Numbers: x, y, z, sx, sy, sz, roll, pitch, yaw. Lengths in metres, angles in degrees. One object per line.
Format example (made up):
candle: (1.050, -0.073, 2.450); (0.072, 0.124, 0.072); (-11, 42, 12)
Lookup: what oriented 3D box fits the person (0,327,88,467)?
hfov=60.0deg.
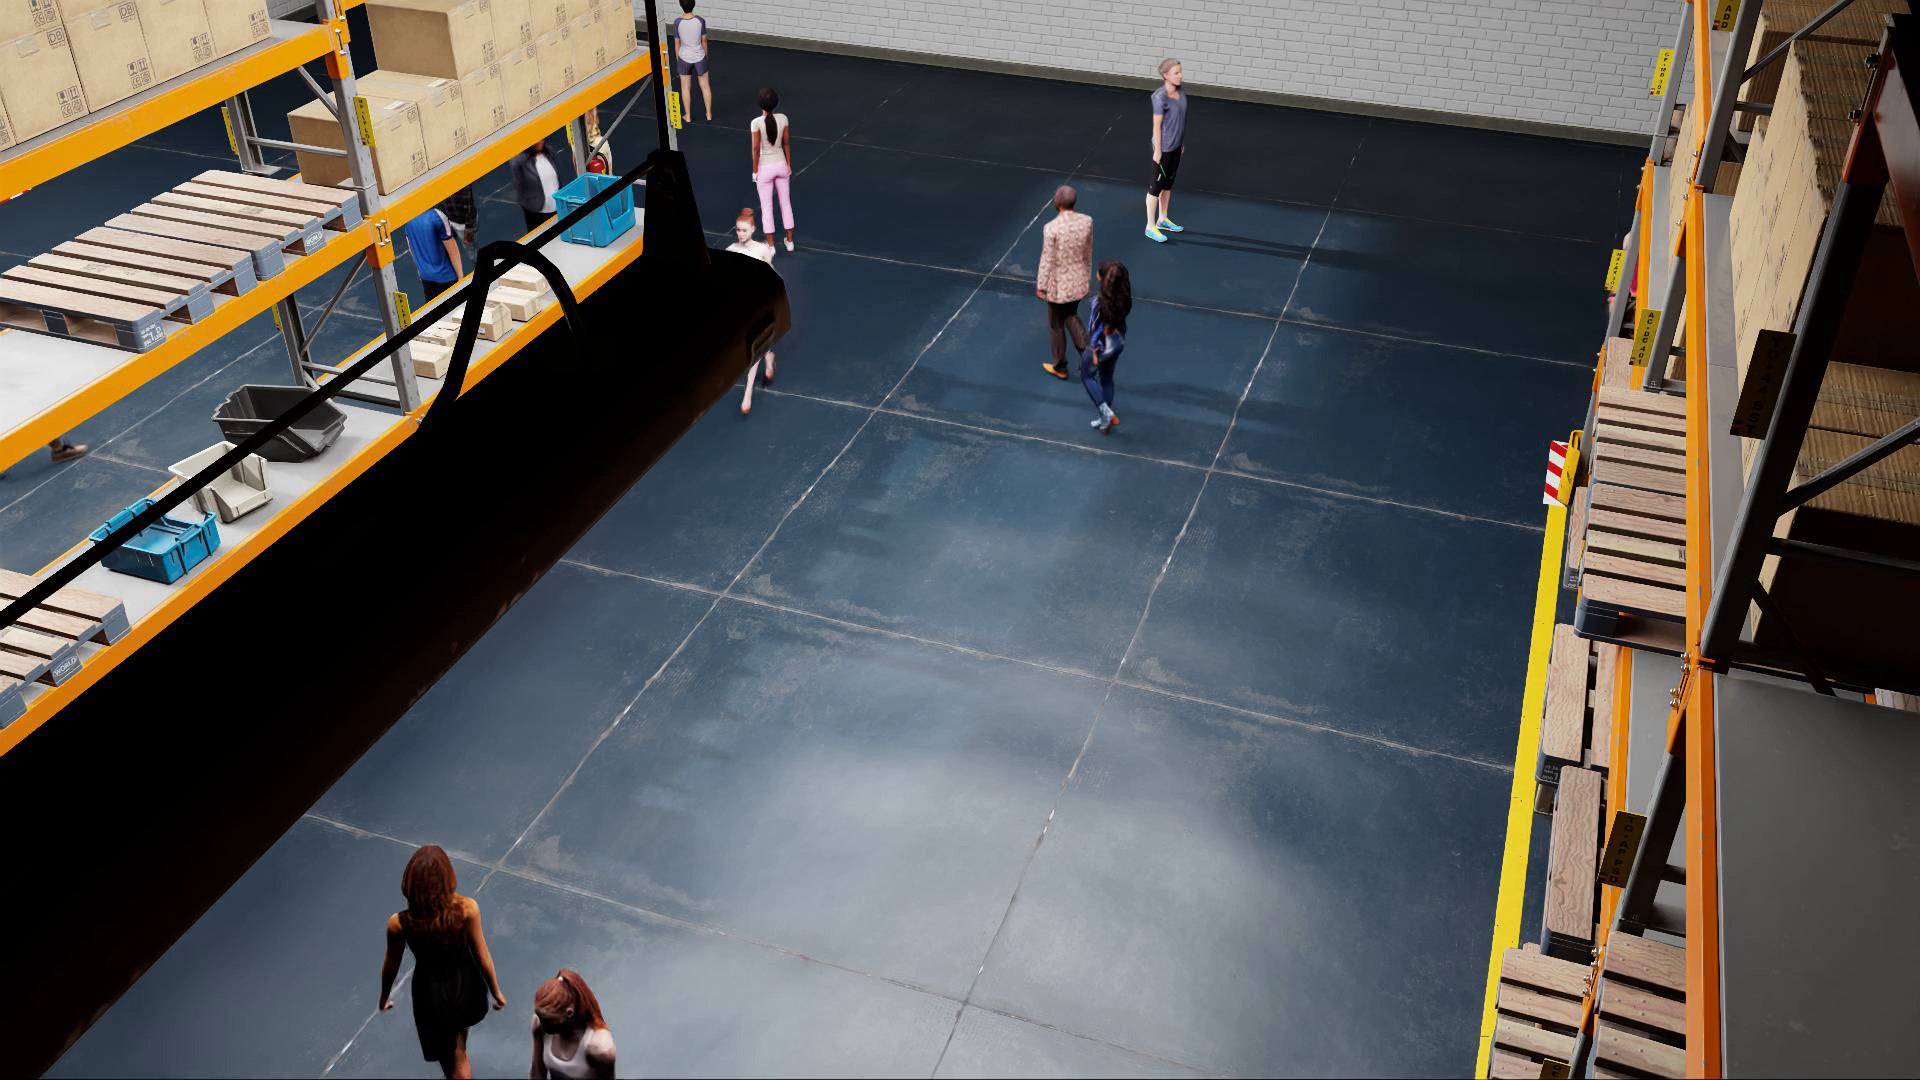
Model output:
person: (-7.660, -1.305, 13.423); (0.796, 1.634, 1.017); (26, 42, 34)

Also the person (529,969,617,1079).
person: (-1.640, 2.534, 7.579); (0.808, 1.709, 1.240); (22, 39, 29)

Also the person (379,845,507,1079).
person: (-2.388, 2.278, 7.899); (1.159, 1.781, 1.223); (-16, 37, -23)

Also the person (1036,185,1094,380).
person: (0.976, -2.216, 14.651); (0.860, 1.792, 0.923); (-21, 39, -28)

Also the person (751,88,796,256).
person: (-1.929, -3.790, 17.064); (0.641, 1.741, 0.716); (-17, 37, -24)

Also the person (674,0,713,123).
person: (-3.293, -5.946, 20.469); (0.653, 1.562, 0.687); (-8, 34, -12)

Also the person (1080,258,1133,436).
person: (1.262, -1.586, 13.867); (0.733, 1.610, 0.810); (-25, 41, -33)

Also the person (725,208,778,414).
person: (-1.786, -2.040, 14.434); (0.696, 1.738, 1.134); (6, 34, 9)

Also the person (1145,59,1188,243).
person: (2.156, -4.097, 17.394); (0.787, 1.889, 0.629); (23, 40, 30)
